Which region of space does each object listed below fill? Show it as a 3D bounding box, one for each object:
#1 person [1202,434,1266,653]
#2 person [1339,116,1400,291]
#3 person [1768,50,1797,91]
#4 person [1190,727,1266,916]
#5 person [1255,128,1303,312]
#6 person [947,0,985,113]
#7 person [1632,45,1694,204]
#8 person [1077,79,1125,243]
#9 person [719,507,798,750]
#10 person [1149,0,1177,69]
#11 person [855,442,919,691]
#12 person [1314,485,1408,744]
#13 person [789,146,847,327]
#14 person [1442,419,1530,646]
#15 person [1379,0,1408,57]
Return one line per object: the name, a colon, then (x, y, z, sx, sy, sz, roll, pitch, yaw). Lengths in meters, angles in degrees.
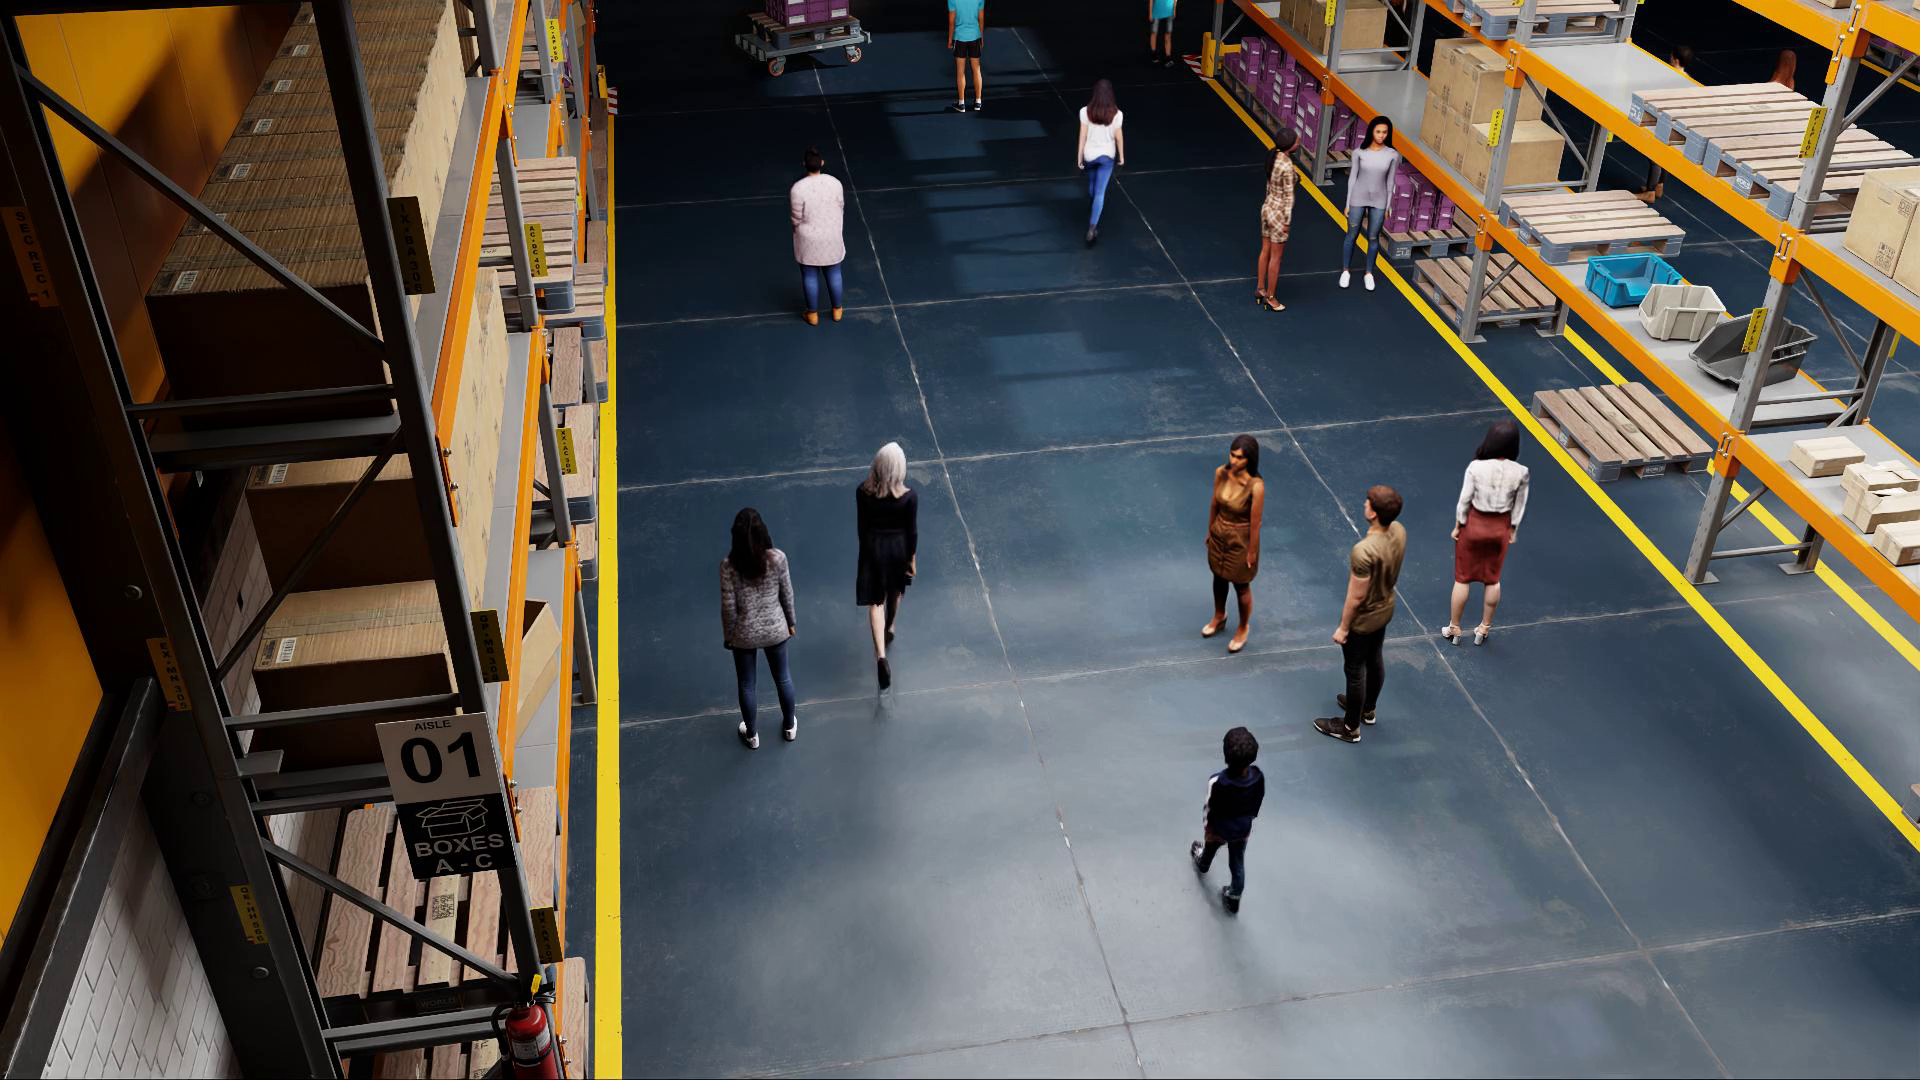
person: (1.863, 0.016, 11.305, 0.701, 1.683, 0.605, -27, 42, -34)
person: (3.991, -3.304, 16.252, 0.665, 1.736, 0.642, 6, 34, 9)
person: (8.722, -4.432, 17.957, 0.630, 1.728, 0.599, -15, 37, -22)
person: (1.539, 1.611, 9.342, 0.528, 1.200, 0.739, -6, 34, -9)
person: (3.011, -3.049, 15.816, 0.644, 1.794, 0.491, -8, 34, -12)
person: (0.089, -6.198, 20.569, 0.612, 1.777, 0.520, -6, 34, -10)
person: (7.702, -4.537, 18.124, 0.708, 1.717, 0.729, -28, 43, -35)
person: (1.425, -3.864, 17.188, 0.946, 1.633, 1.218, 9, 35, 13)
person: (-1.274, 0.556, 10.450, 0.643, 1.731, 0.556, -10, 35, -14)
person: (2.680, -7.069, 22.204, 0.578, 1.418, 0.915, -3, 34, -5)
person: (-0.495, 0.187, 11.022, 0.741, 1.713, 1.141, 0, 34, 0)
person: (2.573, 0.461, 10.484, 0.779, 1.851, 0.752, 28, 43, 35)
person: (-1.327, -2.861, 15.580, 0.726, 1.742, 0.669, -11, 35, -16)
person: (3.567, -0.036, 11.323, 0.645, 1.750, 0.599, 3, 34, 5)
person: (5.527, -6.505, 21.210, 0.590, 1.579, 1.093, -5, 34, -7)
